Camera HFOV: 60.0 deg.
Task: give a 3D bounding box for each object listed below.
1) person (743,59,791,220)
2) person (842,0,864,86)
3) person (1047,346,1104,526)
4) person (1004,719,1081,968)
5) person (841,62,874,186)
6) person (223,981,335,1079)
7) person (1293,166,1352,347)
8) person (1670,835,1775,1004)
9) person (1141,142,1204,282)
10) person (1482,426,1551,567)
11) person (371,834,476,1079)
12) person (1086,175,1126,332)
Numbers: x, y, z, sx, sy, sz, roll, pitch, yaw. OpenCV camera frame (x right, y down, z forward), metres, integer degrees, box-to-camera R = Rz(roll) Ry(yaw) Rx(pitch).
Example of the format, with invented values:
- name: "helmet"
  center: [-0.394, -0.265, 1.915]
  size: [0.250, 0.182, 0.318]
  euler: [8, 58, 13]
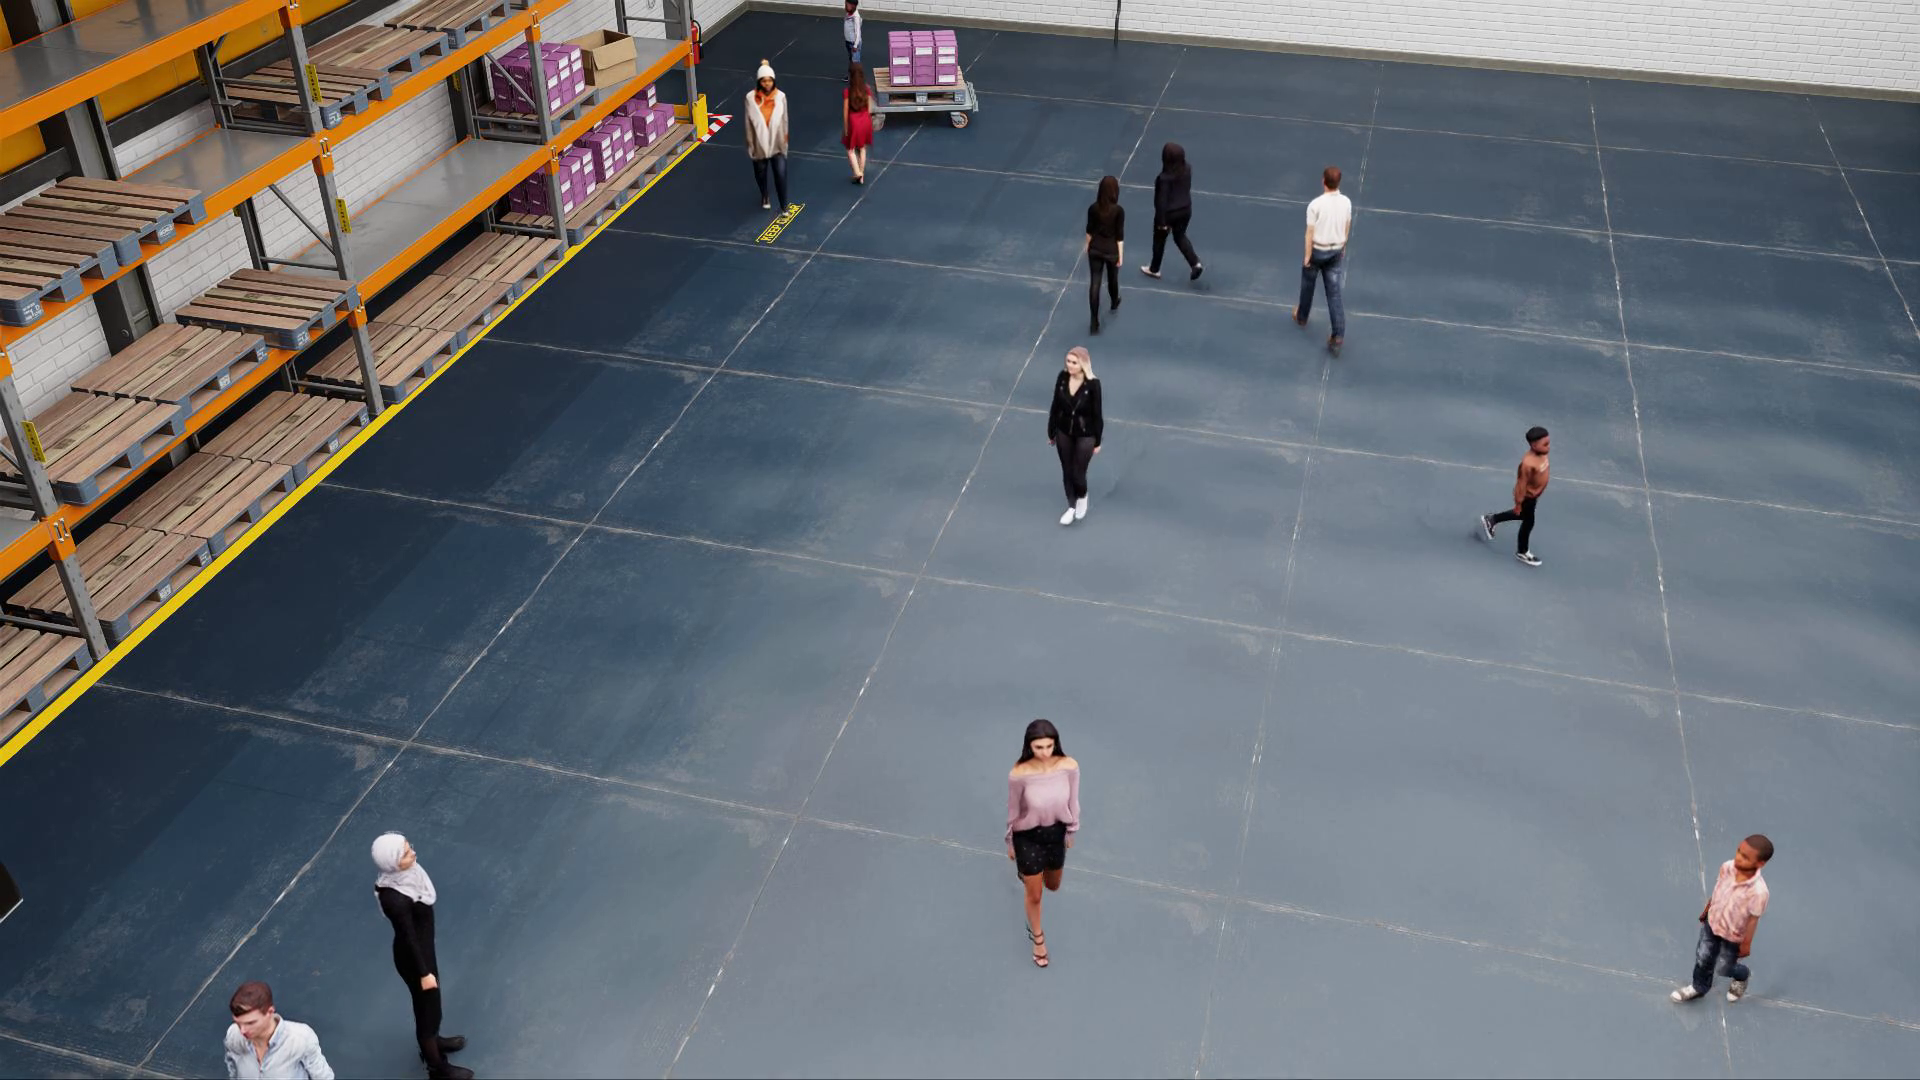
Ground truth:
- name: "person"
  center: [-2.312, -4.792, 19.835]
  size: [0.980, 1.845, 1.233]
  euler: [-5, 34, -7]
- name: "person"
  center: [-1.540, -7.240, 24.044]
  size: [0.630, 1.260, 0.561]
  euler: [-13, 36, -19]
- name: "person"
  center: [1.030, -0.907, 14.147]
  size: [0.697, 1.671, 0.698]
  euler: [18, 38, 25]
- name: "person"
  center: [0.459, 1.763, 10.015]
  size: [0.865, 1.798, 1.014]
  euler: [-6, 34, -10]
- name: "person"
  center: [-1.243, -5.127, 20.614]
  size: [0.764, 1.539, 0.852]
  euler: [-12, 36, -18]
- name: "person"
  center: [-3.331, 2.869, 8.307]
  size: [0.698, 1.847, 0.613]
  euler: [1, 34, 2]
- name: "person"
  center: [3.763, -2.848, 16.939]
  size: [1.085, 1.812, 1.343]
  euler: [-7, 34, -10]
- name: "person"
  center: [4.560, 2.242, 9.745]
  size: [0.766, 1.299, 0.737]
  euler: [-11, 35, -16]
- name: "person"
  center: [2.390, -3.567, 18.217]
  size: [1.033, 1.595, 1.036]
  euler: [-26, 42, -34]
- name: "person"
  center: [4.645, -0.402, 13.776]
  size: [0.796, 1.240, 0.842]
  euler: [26, 42, 34]
- name: "person"
  center: [-3.010, 2.310, 9.209]
  size: [0.748, 1.779, 0.645]
  euler: [-10, 35, -15]
- name: "person"
  center: [1.476, -2.939, 17.252]
  size: [0.603, 1.618, 0.982]
  euler: [10, 35, 14]
